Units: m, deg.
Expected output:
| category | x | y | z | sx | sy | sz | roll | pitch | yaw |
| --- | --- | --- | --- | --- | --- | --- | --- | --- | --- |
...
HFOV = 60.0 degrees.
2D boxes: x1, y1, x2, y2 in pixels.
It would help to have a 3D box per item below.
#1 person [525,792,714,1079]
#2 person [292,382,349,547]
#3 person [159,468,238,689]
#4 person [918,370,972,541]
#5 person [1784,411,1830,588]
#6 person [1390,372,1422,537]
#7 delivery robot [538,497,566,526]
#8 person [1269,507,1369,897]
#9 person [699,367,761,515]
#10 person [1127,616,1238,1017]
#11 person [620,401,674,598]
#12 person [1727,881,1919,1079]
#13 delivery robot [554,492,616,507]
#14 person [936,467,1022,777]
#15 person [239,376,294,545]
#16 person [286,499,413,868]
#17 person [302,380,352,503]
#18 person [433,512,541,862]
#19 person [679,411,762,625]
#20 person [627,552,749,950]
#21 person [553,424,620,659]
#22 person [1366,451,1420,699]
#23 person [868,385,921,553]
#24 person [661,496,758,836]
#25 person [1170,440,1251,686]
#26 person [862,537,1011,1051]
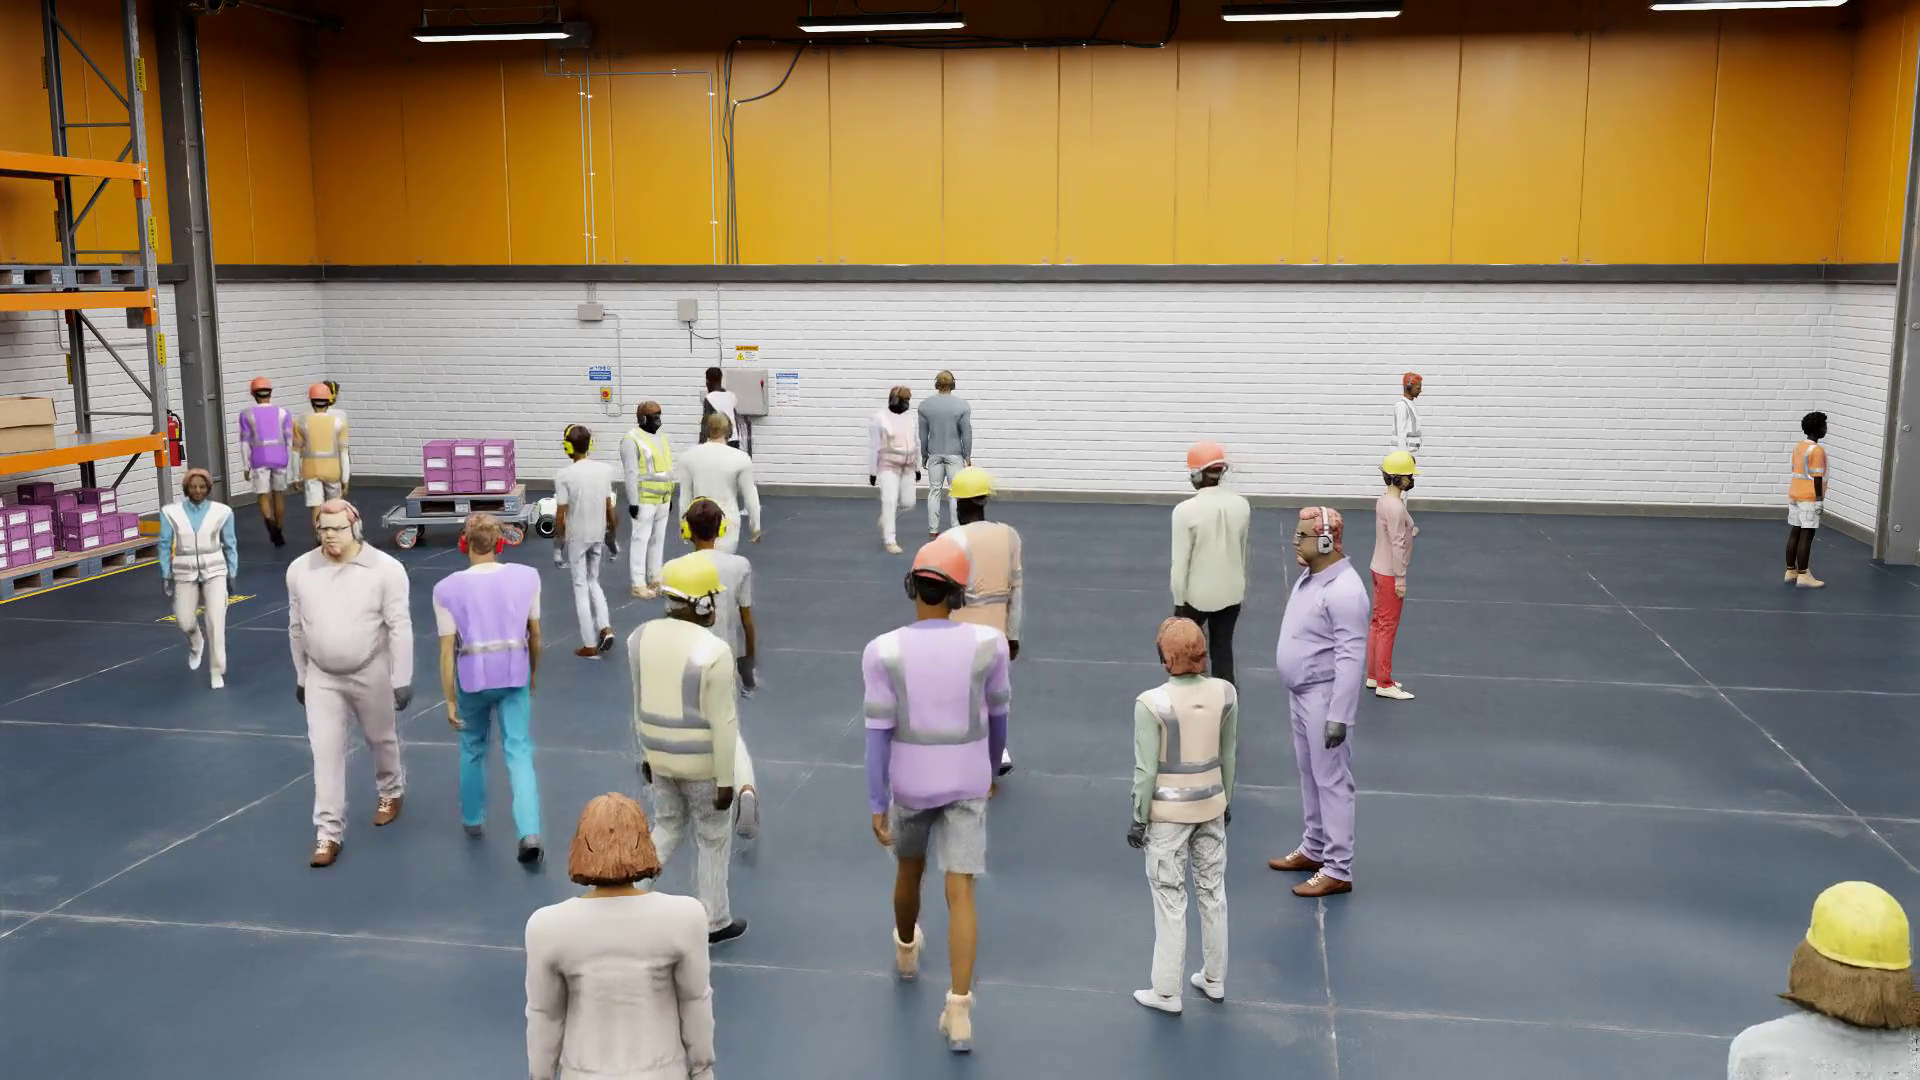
| category | x | y | z | sx | sy | sz | roll | pitch | yaw |
| --- | --- | --- | --- | --- | --- | --- | --- | --- | --- |
| person | -0.929 | 1.497 | 4.581 | 0.505 | 1.628 | 0.276 | -1 | 9 | -5 |
| person | -6.628 | -0.686 | 17.279 | 0.558 | 1.902 | 0.946 | -4 | 10 | -22 |
| person | -5.579 | 0.263 | 12.229 | 0.525 | 1.617 | 0.553 | -3 | 10 | -20 |
| person | -0.161 | -0.945 | 18.748 | 0.629 | 1.940 | 0.372 | 2 | 9 | 15 |
| person | 8.209 | -0.395 | 16.088 | 0.318 | 1.697 | 0.535 | 1 | 9 | 4 |
| person | 5.154 | -0.990 | 19.190 | 0.356 | 1.887 | 0.573 | 4 | 10 | 22 |
| delivery robot | -4.474 | -0.365 | 19.142 | 0.707 | 0.478 | 0.477 | 0 | 9 | -3 |
| person | 1.744 | 0.781 | 8.140 | 0.400 | 1.907 | 0.645 | -1 | 9 | -5 |
| person | -2.962 | -1.230 | 20.803 | 1.039 | 1.863 | 0.613 | 4 | 10 | 21 |
| person | 0.916 | 1.127 | 6.825 | 0.522 | 1.636 | 0.311 | -5 | 11 | -30 |
| person | -2.896 | -0.387 | 15.587 | 0.429 | 1.841 | 0.633 | 4 | 10 | 25 |
| person | 1.929 | 1.581 | 3.714 | 0.514 | 1.720 | 0.622 | 3 | 10 | 17 |
| delivery robot | -4.428 | -0.442 | 19.620 | 0.707 | 0.478 | 0.477 | -3 | 9 | -17 |
| person | 0.070 | 0.528 | 9.712 | 0.596 | 1.911 | 0.428 | -8 | 12 | -41 |
| person | -7.610 | -0.858 | 18.352 | 0.565 | 1.898 | 0.764 | -6 | 11 | -32 |
| person | -3.221 | 0.697 | 8.824 | 0.661 | 1.862 | 0.985 | -1 | 9 | -4 |
| person | -7.070 | -0.851 | 18.496 | 0.545 | 1.841 | 0.717 | -1 | 9 | -4 |
| person | -2.430 | 0.754 | 8.661 | 0.555 | 1.801 | 0.936 | -4 | 10 | -24 |
| person | -1.991 | -0.133 | 13.896 | 0.645 | 1.880 | 1.038 | 3 | 10 | 20 |
| person | -1.235 | 0.961 | 7.289 | 0.598 | 1.819 | 0.646 | 6 | 11 | 32 |
| person | -2.956 | 0.014 | 13.057 | 0.568 | 1.853 | 0.389 | -8 | 12 | -42 |
| person | 3.101 | 0.245 | 11.900 | 0.312 | 1.768 | 0.522 | 0 | 9 | 2 |
| person | -0.733 | -0.785 | 18.141 | 0.658 | 1.816 | 0.569 | -7 | 11 | -37 |
| person | -1.319 | 0.693 | 8.902 | 0.510 | 1.847 | 0.717 | -4 | 10 | -24 |
| person | 1.576 | 0.350 | 10.614 | 0.616 | 1.978 | 0.438 | -4 | 10 | -24 |
| person | -0.087 | 0.977 | 6.763 | 0.604 | 1.979 | 1.056 | 0 | 9 | -2 |
